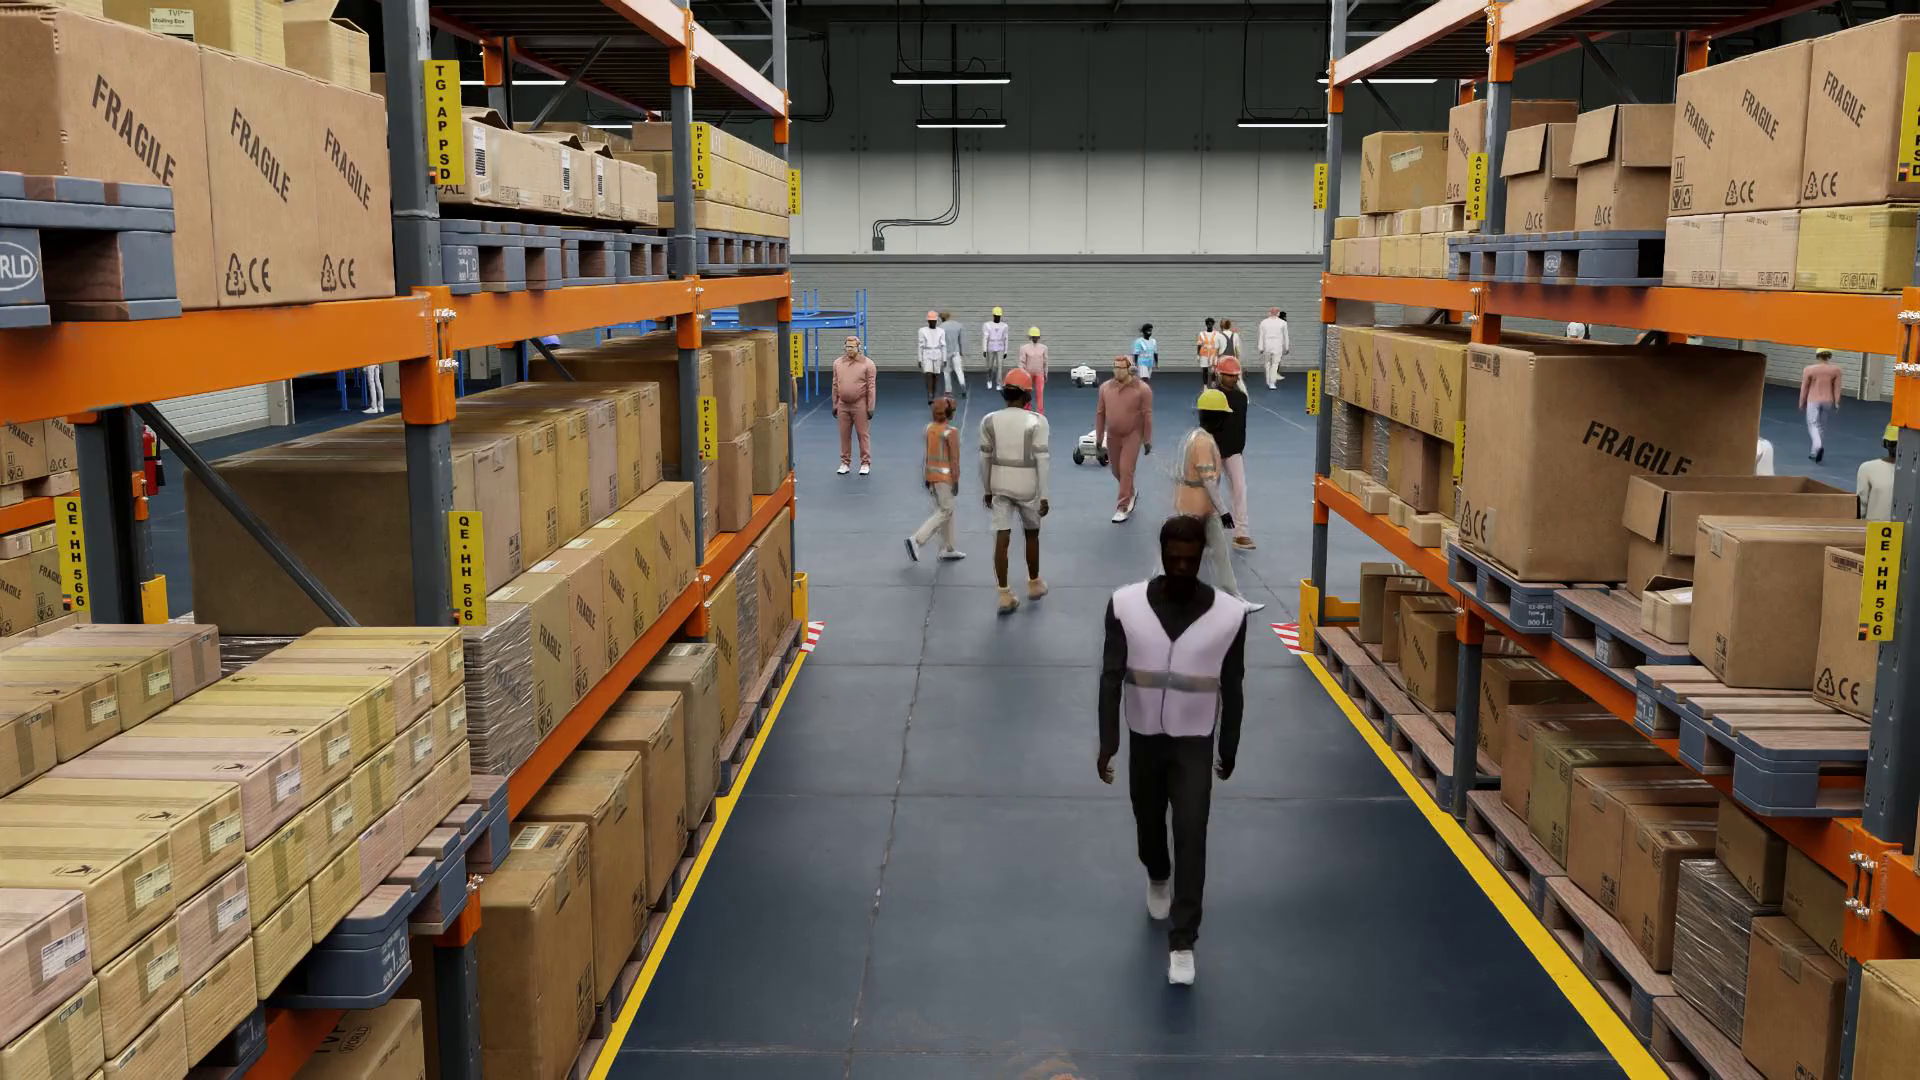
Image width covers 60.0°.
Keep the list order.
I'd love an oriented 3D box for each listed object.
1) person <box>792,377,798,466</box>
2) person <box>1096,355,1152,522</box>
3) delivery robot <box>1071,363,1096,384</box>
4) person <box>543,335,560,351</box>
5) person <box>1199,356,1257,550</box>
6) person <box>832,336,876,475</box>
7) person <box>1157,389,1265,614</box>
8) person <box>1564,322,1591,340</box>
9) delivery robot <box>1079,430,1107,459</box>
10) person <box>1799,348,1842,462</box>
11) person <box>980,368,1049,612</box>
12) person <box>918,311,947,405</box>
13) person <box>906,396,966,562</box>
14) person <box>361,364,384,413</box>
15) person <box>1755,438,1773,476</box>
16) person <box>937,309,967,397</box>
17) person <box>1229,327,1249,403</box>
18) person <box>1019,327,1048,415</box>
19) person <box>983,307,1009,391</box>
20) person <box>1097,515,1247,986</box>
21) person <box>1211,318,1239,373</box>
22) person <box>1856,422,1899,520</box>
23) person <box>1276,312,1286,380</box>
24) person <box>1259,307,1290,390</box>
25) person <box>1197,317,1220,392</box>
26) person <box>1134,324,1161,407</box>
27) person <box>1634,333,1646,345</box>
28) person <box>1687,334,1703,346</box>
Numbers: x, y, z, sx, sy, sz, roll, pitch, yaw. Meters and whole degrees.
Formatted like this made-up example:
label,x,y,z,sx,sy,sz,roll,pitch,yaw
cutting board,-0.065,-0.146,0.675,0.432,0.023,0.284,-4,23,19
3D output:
label,x,y,z,sx,sy,sz,roll,pitch,yaw
person,-2.606,-1.968,23.728,0.571,1.840,0.374,0,9,-1
person,1.893,-1.188,18.988,0.655,1.877,0.889,5,11,29
delivery robot,2.889,-3.896,38.970,0.477,0.478,0.707,-4,10,-23
person,-5.517,-1.847,22.792,0.540,1.909,0.698,0,9,-1
person,2.699,-0.869,16.798,0.634,1.960,0.905,-4,10,-22
person,-1.473,-1.849,22.866,0.636,1.899,0.402,4,10,21
person,1.980,-0.290,13.580,0.980,1.880,0.599,3,10,16
person,13.302,-4.093,35.991,0.690,2.000,0.535,-8,13,-40
delivery robot,2.019,-1.423,24.158,0.477,0.478,0.707,6,11,30
person,12.591,-2.018,24.315,0.525,1.741,0.780,2,10,9
person,0.507,-0.443,14.076,0.642,2.009,0.908,4,10,21
person,-0.534,-3.691,33.845,0.570,1.905,0.874,-2,10,-12
person,-0.229,-0.579,16.102,0.684,1.618,0.524,-6,11,-31
person,-11.397,-3.396,32.182,0.328,1.877,0.512,3,10,15
person,6.091,-0.195,13.152,0.580,1.840,0.973,5,11,26
person,-0.168,-4.025,35.897,0.699,1.896,0.851,-4,10,-25
person,5.542,-3.566,34.050,0.847,1.587,0.515,0,9,3
person,1.353,-3.043,30.551,0.552,1.715,0.936,-1,10,-8
person,0.812,-4.364,37.880,0.594,1.906,0.787,-1,9,-4
person,0.899,0.809,7.034,0.594,1.870,0.937,2,10,12
person,5.163,-3.461,32.738,0.549,1.816,0.789,-4,10,-21
person,7.112,-0.077,12.708,0.525,1.740,0.776,6,11,33
person,7.933,-4.819,41.264,0.322,1.689,0.530,2,10,15
person,7.275,-4.420,38.328,0.648,1.873,0.875,5,11,30
person,5.528,-4.101,36.957,0.546,1.681,0.400,1,10,8
person,3.769,-3.482,33.283,0.552,1.670,0.678,-8,12,-39
person,12.231,-2.902,29.945,0.503,1.631,0.283,-3,10,-18
person,15.278,-3.670,34.659,0.519,1.584,0.850,-2,10,-9
